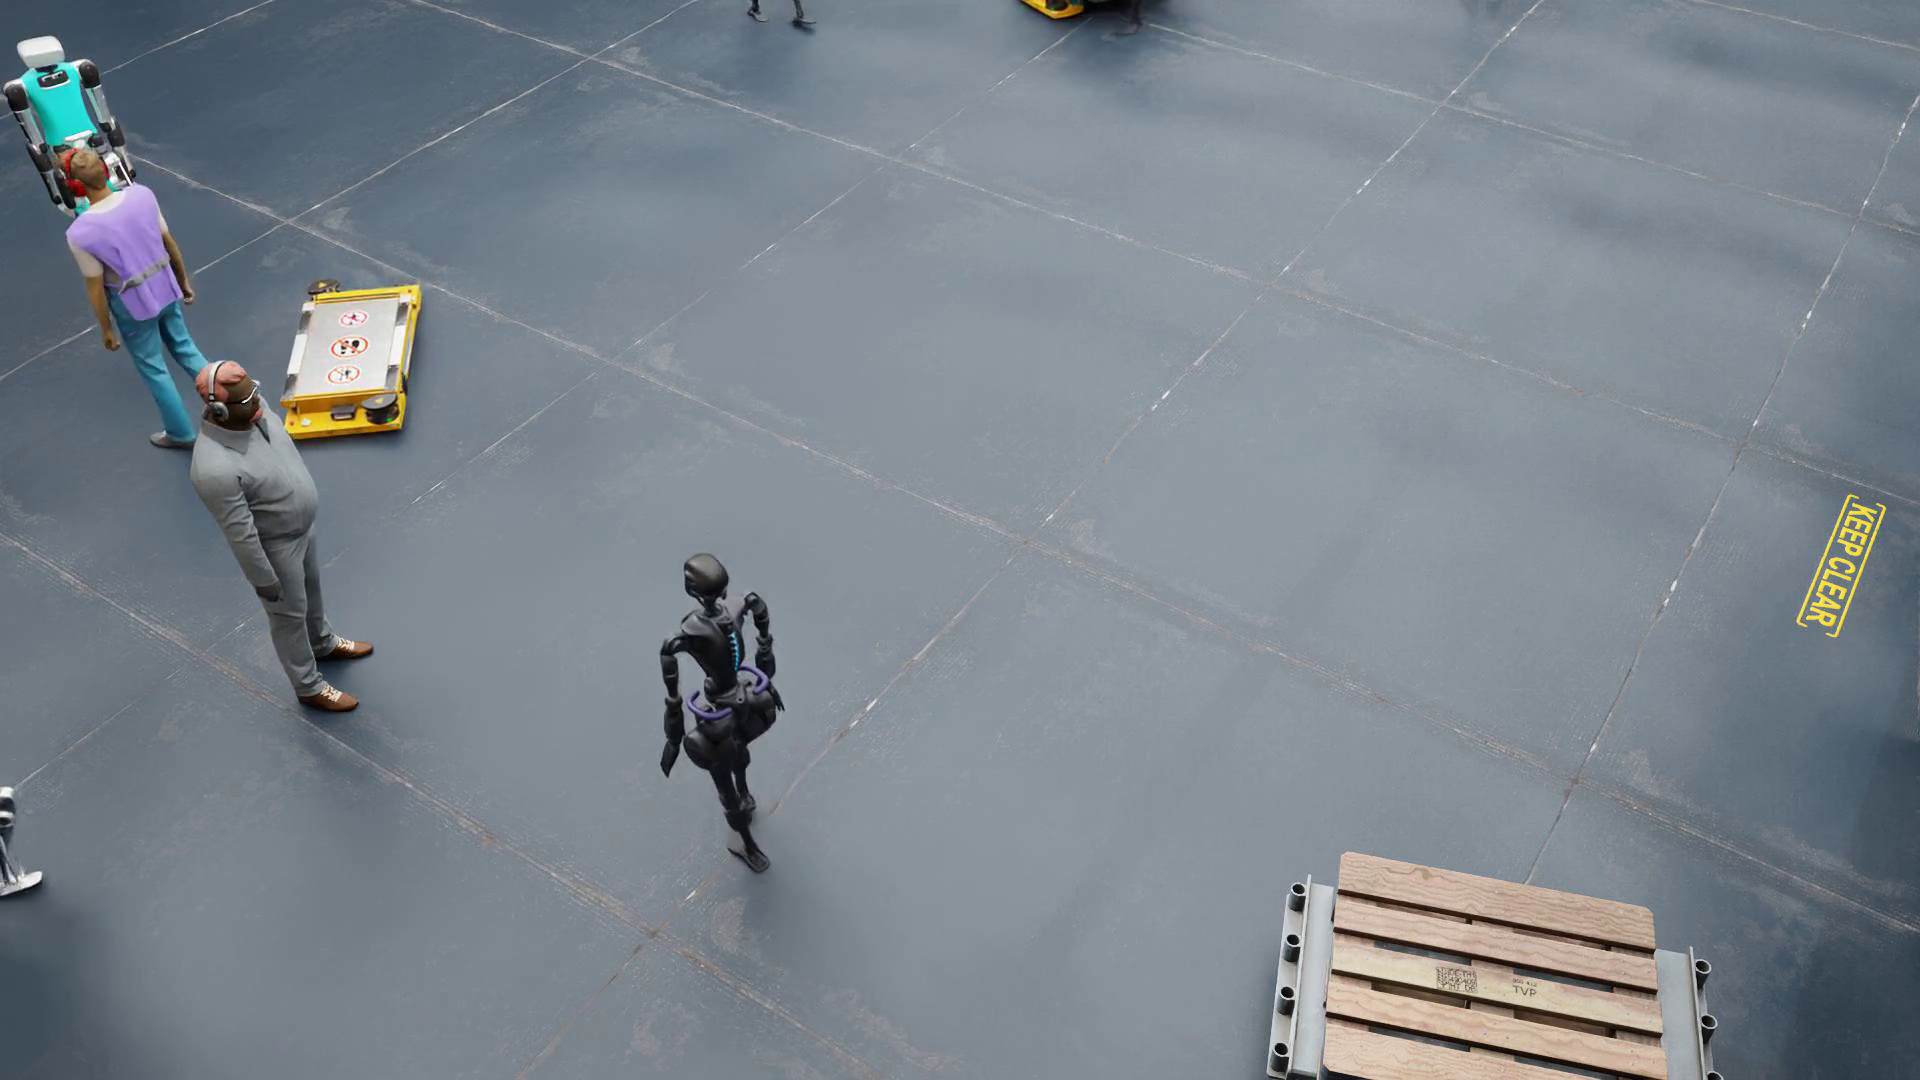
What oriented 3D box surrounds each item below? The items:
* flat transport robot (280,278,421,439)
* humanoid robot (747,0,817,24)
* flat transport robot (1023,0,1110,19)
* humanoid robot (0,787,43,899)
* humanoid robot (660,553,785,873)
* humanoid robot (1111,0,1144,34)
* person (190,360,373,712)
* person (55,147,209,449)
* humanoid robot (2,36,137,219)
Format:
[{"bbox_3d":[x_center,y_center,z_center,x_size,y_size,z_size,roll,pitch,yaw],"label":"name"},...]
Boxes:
[{"bbox_3d":[-3.657,-1.124,10.037,0.659,0.231,1.431,-6,42,-7],"label":"flat transport robot"},{"bbox_3d":[-1.501,-4.865,13.181,0.590,1.633,0.693,-30,50,-29],"label":"humanoid robot"},{"bbox_3d":[1.175,-4.782,14.131,1.431,0.231,0.659,-25,47,-25],"label":"flat transport robot"},{"bbox_3d":[-4.258,0.920,6.663,0.923,1.765,0.533,-1,42,-1],"label":"humanoid robot"},{"bbox_3d":[-1.017,0.704,6.944,0.538,1.642,0.609,33,51,31],"label":"humanoid robot"},{"bbox_3d":[1.441,-4.894,13.209,0.591,1.643,0.388,30,50,29],"label":"humanoid robot"},{"bbox_3d":[-3.091,-0.022,7.577,0.413,1.906,0.650,-2,42,-2],"label":"person"},{"bbox_3d":[-4.430,-1.283,9.059,0.412,1.841,0.574,15,44,16],"label":"person"},{"bbox_3d":[-5.141,-2.101,9.979,0.530,1.728,0.706,-33,51,-31],"label":"humanoid robot"}]
